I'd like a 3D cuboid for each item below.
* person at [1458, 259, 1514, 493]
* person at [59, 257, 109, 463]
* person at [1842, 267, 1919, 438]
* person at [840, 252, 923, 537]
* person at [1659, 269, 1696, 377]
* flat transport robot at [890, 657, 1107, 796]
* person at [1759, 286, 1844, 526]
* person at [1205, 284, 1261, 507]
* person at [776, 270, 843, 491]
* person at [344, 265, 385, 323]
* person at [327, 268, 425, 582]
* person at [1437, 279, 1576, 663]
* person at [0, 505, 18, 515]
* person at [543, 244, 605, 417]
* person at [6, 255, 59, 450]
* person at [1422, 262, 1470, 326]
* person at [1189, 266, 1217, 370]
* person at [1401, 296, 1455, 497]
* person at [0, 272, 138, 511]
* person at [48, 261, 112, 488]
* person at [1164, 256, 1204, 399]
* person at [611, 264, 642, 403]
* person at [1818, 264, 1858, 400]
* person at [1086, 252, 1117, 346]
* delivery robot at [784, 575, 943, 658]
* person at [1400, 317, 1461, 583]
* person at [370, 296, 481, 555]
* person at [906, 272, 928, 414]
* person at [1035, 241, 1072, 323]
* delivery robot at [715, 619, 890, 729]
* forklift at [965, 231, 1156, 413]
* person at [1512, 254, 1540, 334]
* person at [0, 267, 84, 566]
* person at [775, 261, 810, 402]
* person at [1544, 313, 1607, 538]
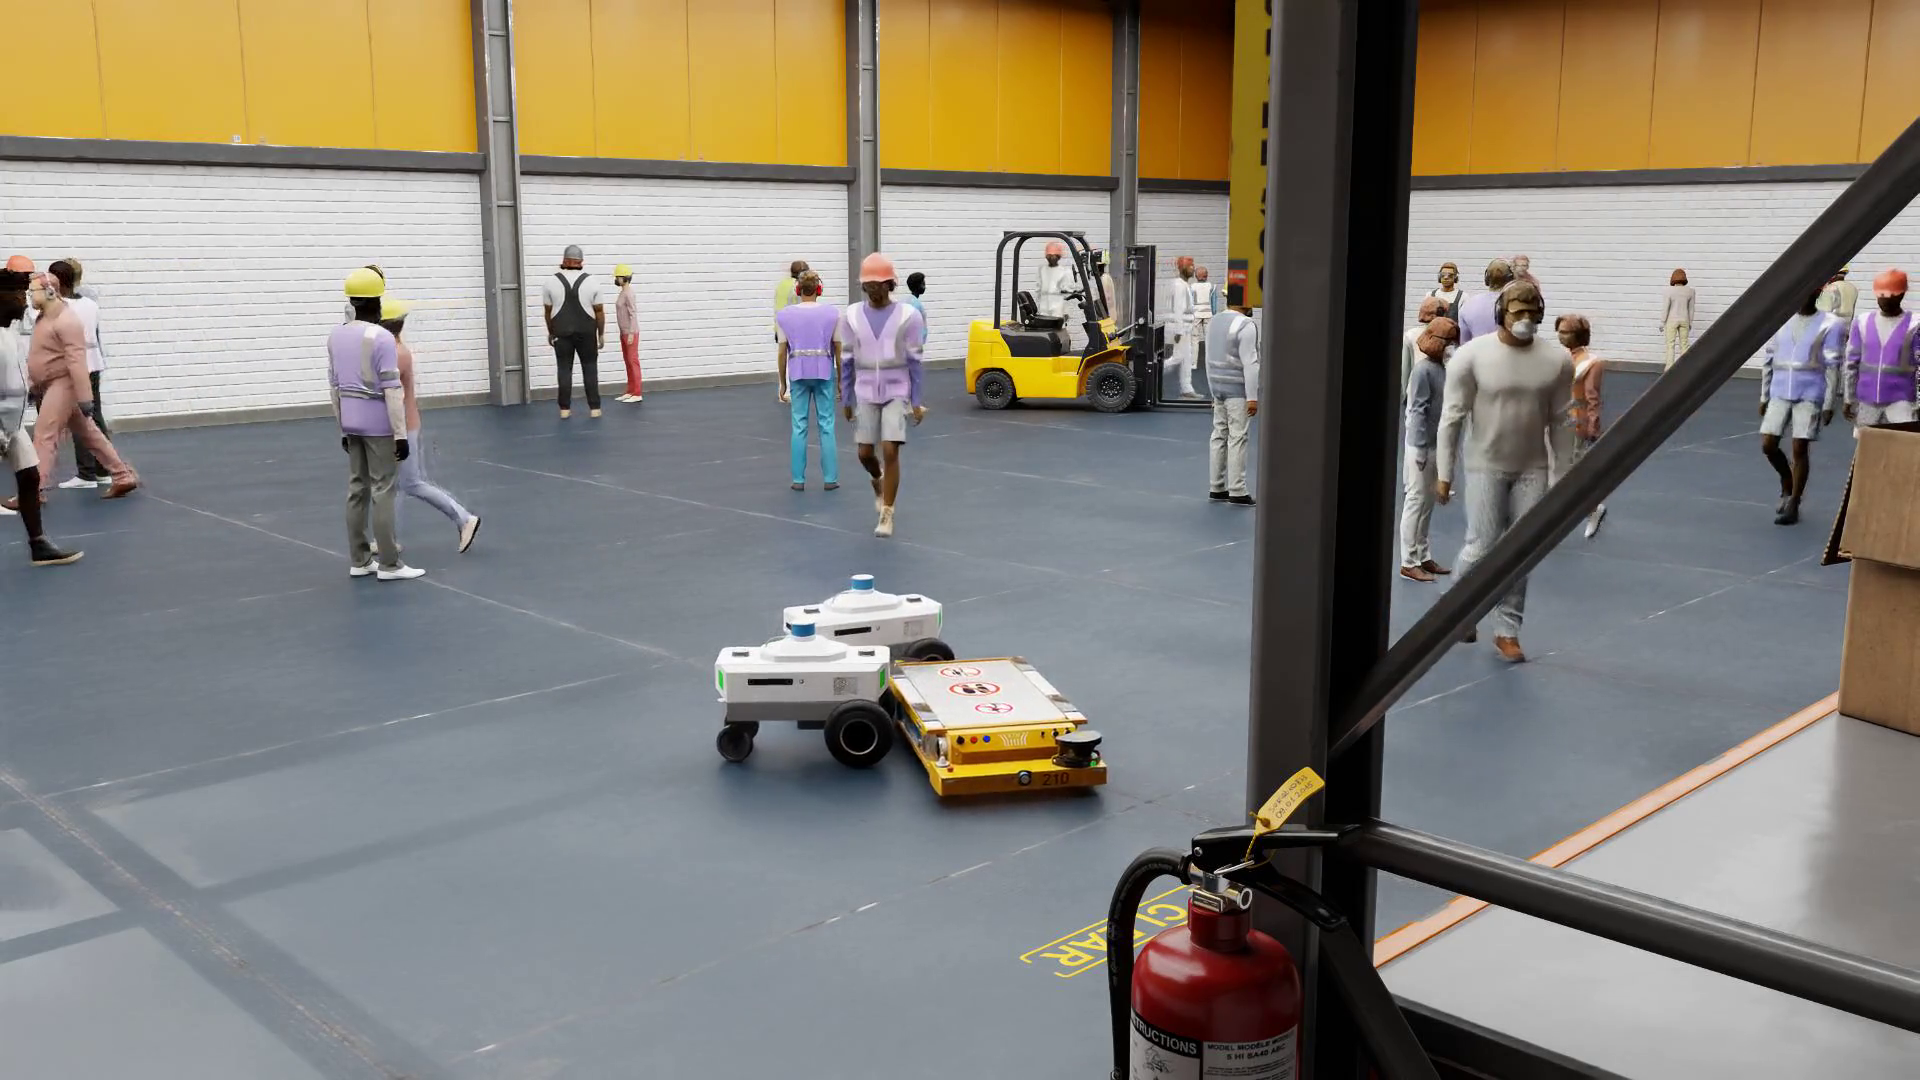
[{"bbox_3d":[4.398,-1.331,13.685,0.631,1.939,0.372,9,13,39],"label":"person"},{"bbox_3d":[-8.188,-1.654,15.463,0.471,1.924,0.651,-3,11,-18],"label":"person"},{"bbox_3d":[6.824,-1.061,12.309,0.489,1.908,0.569,-9,14,-40],"label":"person"},{"bbox_3d":[-0.549,-1.053,11.967,0.604,2.017,0.703,2,11,9],"label":"person"},{"bbox_3d":[10.737,-3.239,24.915,0.499,1.633,0.279,0,10,-3],"label":"person"},{"bbox_3d":[0.090,0.735,6.963,0.652,0.197,1.431,-2,11,-12],"label":"flat transport robot"},{"bbox_3d":[6.182,-1.066,12.266,0.452,1.922,0.556,-9,14,-40],"label":"person"},{"bbox_3d":[2.181,-1.178,13.137,0.404,1.830,0.600,-5,11,-24],"label":"person"},{"bbox_3d":[-1.243,-1.321,13.875,0.567,1.846,0.389,-1,10,-4],"label":"person"},{"bbox_3d":[-5.254,-1.533,14.984,0.532,1.865,0.311,0,10,2],"label":"person"},{"bbox_3d":[-3.633,-0.705,10.286,0.594,1.930,0.354,6,12,31],"label":"person"},{"bbox_3d":[2.721,-0.343,8.340,0.664,1.918,0.480,-1,10,-4],"label":"person"},{"bbox_3d":[-7.495,-1.005,12.511,0.415,1.759,0.495,0,10,-1],"label":"person"},{"bbox_3d":[-4.511,-2.457,19.542,0.697,2.000,0.536,-1,10,-8],"label":"person"},{"bbox_3d":[-9.189,-1.834,16.426,0.360,1.936,0.552,-7,12,-34],"label":"person"},{"bbox_3d":[5.199,-2.054,17.878,0.507,1.847,0.345,6,12,30],"label":"person"},{"bbox_3d":[3.829,-3.522,26.441,0.513,1.641,0.309,-1,10,-8],"label":"person"},{"bbox_3d":[3.841,-1.168,13.609,0.512,1.639,0.311,9,14,41],"label":"person"},{"bbox_3d":[-7.101,-1.190,13.166,1.042,1.858,0.631,-8,13,-38],"label":"person"},{"bbox_3d":[-7.474,-1.395,14.091,0.386,1.916,0.590,1,10,6],"label":"person"},{"bbox_3d":[2.802,-2.751,21.627,0.729,1.866,0.590,3,11,15],"label":"person"},{"bbox_3d":[-4.266,-2.637,21.273,0.328,1.769,0.526,-5,11,-23],"label":"person"},{"bbox_3d":[11.281,-2.711,21.497,0.600,1.829,0.404,-5,12,-26],"label":"person"},{"bbox_3d":[1.945,-3.092,23.410,0.710,1.898,0.589,0,10,0],"label":"person"},{"bbox_3d":[-0.450,0.405,7.732,0.707,0.478,0.477,-5,12,-26],"label":"delivery robot"},{"bbox_3d":[2.929,-0.566,10.338,0.279,1.633,0.497,7,13,34],"label":"person"},{"bbox_3d":[-3.652,-0.747,11.035,0.780,1.736,0.521,-3,11,-16],"label":"person"},{"bbox_3d":[-0.540,-2.369,19.999,0.317,1.695,0.540,-1,10,-5],"label":"person"},{"bbox_3d":[1.435,-3.596,25.757,0.618,2.031,0.480,6,12,29],"label":"person"},{"bbox_3d":[-0.644,0.568,6.847,0.707,0.478,0.477,0,10,-1],"label":"delivery robot"},{"bbox_3d":[1.222,-2.721,20.561,2.313,2.155,1.214,2,11,13],"label":"forklift"},{"bbox_3d":[7.780,-3.062,23.306,0.650,1.880,0.433,-1,10,-4],"label":"person"},{"bbox_3d":[-6.064,-0.739,10.516,0.663,1.933,0.616,-1,10,-4],"label":"person"},{"bbox_3d":[-2.127,-2.670,21.366,0.586,1.809,0.636,-7,13,-35],"label":"person"},{"bbox_3d":[4.203,-0.755,11.428,0.746,1.615,0.520,-4,11,-21],"label":"person"}]
